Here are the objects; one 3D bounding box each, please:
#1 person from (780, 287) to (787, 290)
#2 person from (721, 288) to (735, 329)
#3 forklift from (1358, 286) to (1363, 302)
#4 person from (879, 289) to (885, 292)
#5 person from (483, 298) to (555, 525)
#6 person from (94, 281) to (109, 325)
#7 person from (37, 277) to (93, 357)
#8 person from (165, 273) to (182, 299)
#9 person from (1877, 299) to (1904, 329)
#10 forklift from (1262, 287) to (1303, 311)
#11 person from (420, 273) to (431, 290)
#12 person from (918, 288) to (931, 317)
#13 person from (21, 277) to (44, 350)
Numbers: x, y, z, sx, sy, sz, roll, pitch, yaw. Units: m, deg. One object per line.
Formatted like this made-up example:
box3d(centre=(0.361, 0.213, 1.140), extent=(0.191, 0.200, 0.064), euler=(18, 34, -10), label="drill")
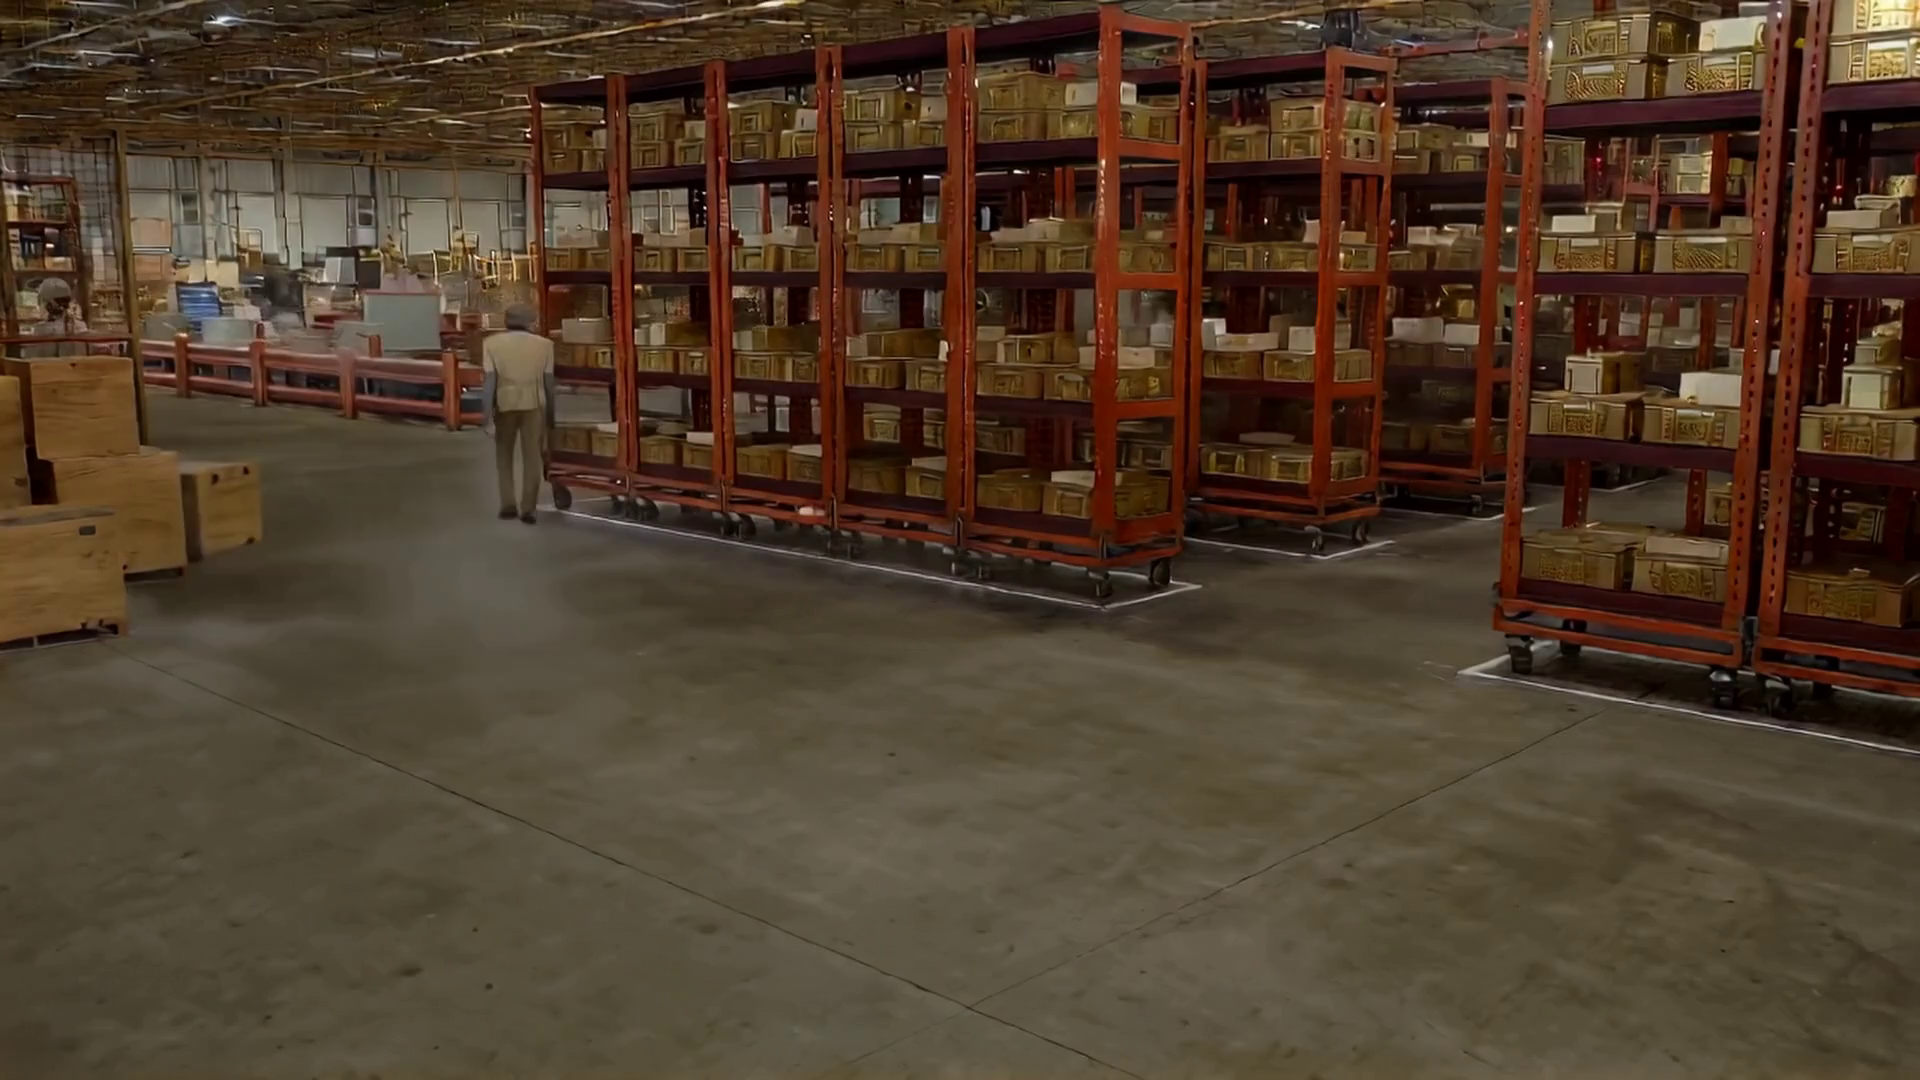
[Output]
box3d(centre=(-7.951, -10.999, 75.224), extent=(0.523, 1.616, 0.658), euler=(3, 10, 15), label="person")
box3d(centre=(-6.789, -6.683, 48.045), extent=(0.653, 1.870, 0.969), euler=(-7, 12, -38), label="person")
box3d(centre=(11.100, -7.017, 46.970), extent=(1.873, 2.768, 1.129), euler=(9, 13, 43), label="forklift")
box3d(centre=(-3.444, -11.234, 75.829), extent=(0.780, 1.900, 0.589), euler=(-3, 10, -19), label="person")
box3d(centre=(-3.624, -1.053, 13.608), extent=(0.607, 1.823, 0.671), euler=(-5, 10, -27), label="person")
box3d(centre=(-24.658, -6.604, 47.942), extent=(0.314, 1.735, 0.483), euler=(8, 12, 41), label="person")
box3d(centre=(-7.788, -1.279, 14.494), extent=(0.377, 1.995, 0.608), euler=(1, 9, 8), label="person")
box3d(centre=(-22.154, -6.551, 46.937), extent=(0.628, 1.965, 0.891), euler=(3, 10, 20), label="person")
box3d(centre=(9.856, -1.722, 17.705), extent=(0.404, 1.833, 0.591), euler=(2, 9, 11), label="person")
box3d(centre=(10.769, -8.203, 54.240), extent=(1.129, 2.768, 1.873), euler=(8, 12, 42), label="forklift")
box3d(centre=(-23.524, -10.737, 72.858), extent=(0.724, 1.893, 0.381), euler=(-7, 11, -35), label="person")
box3d(centre=(-0.938, -5.638, 41.777), extent=(0.403, 1.816, 0.606), euler=(-5, 10, -27), label="person")
box3d(centre=(-21.108, -5.071, 37.952), extent=(0.542, 1.928, 0.374), euler=(-9, 13, -44), label="person")
